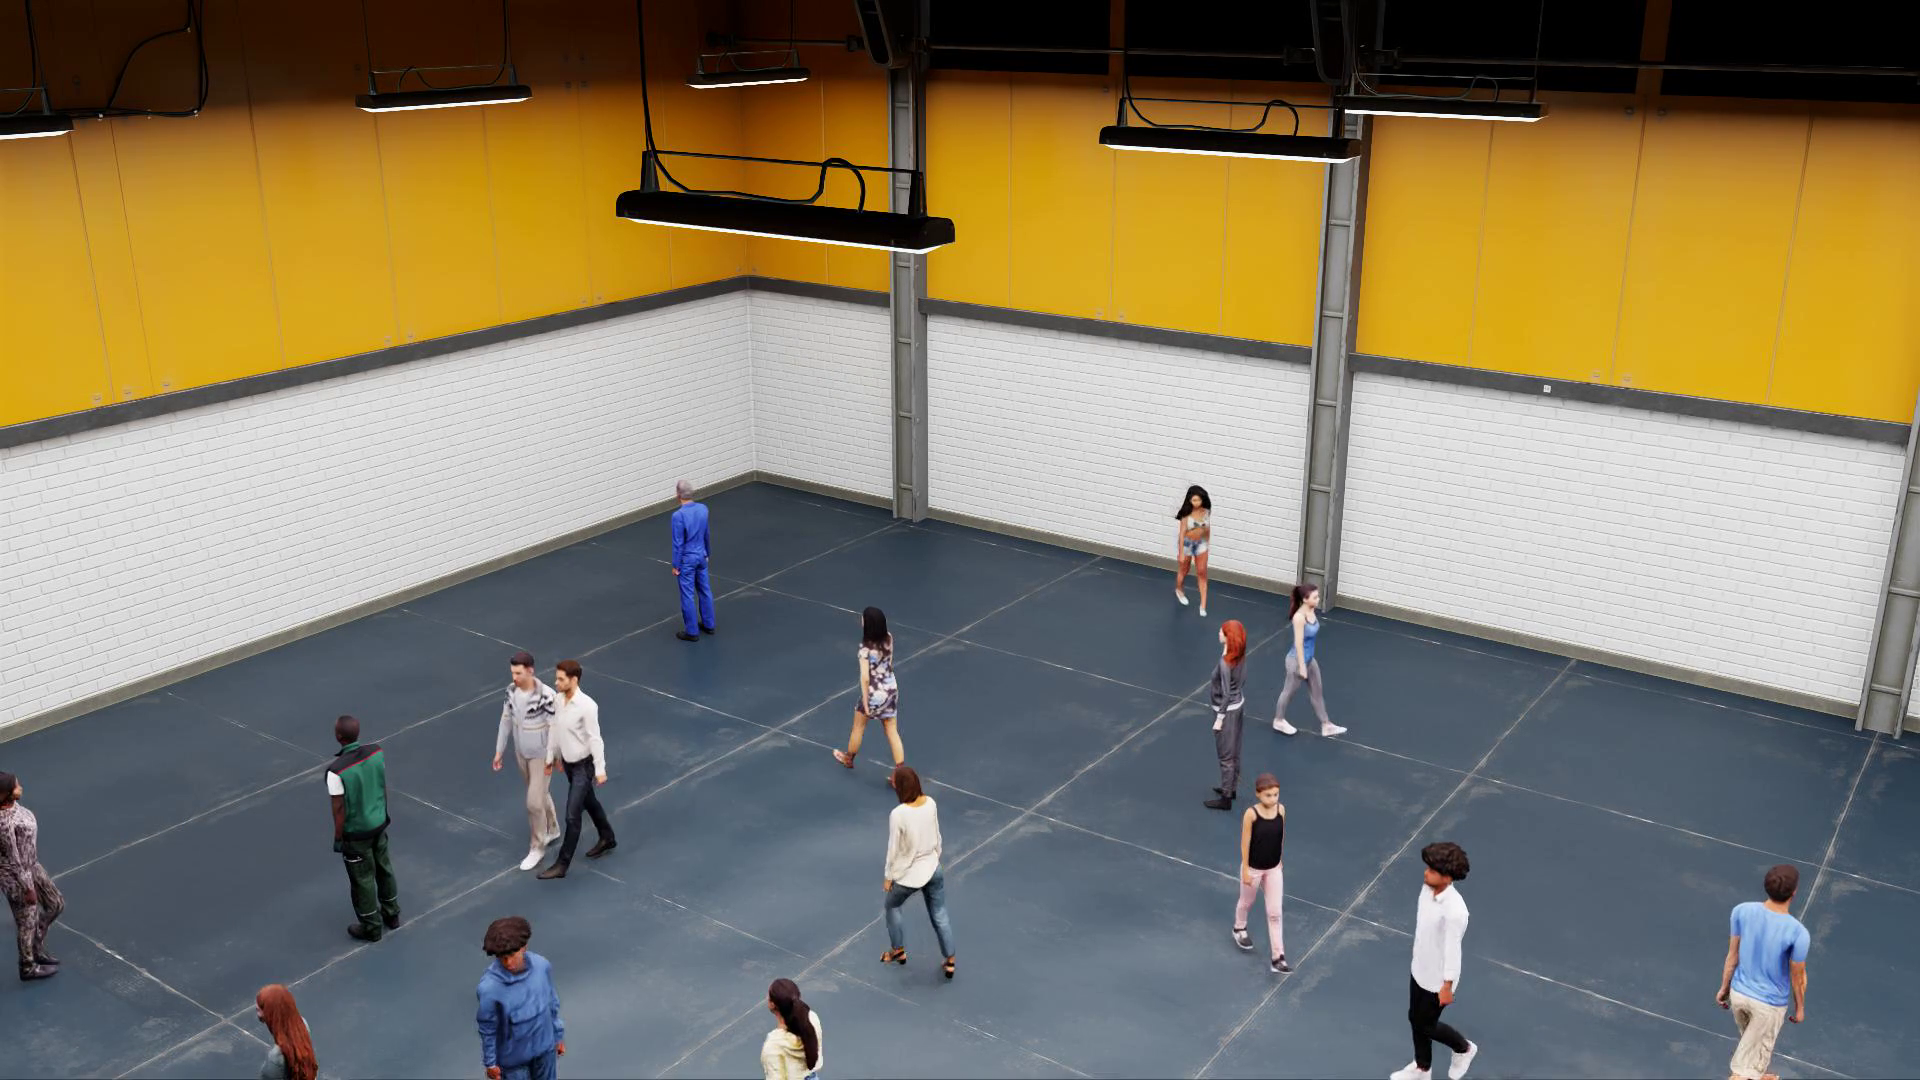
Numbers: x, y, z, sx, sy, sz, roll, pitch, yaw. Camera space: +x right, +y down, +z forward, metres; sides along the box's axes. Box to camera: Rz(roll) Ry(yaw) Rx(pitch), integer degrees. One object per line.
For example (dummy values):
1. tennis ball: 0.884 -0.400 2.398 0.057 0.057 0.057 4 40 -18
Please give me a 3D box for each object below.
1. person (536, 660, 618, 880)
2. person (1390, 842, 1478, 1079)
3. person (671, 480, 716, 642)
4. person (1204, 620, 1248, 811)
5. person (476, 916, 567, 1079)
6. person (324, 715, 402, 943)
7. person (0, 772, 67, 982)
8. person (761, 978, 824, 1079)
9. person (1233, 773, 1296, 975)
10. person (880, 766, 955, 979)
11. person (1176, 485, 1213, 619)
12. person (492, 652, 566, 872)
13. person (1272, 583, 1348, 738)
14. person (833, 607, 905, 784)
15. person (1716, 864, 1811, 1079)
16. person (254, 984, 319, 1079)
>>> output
1. person: -3.089 1.845 13.771 1.064 1.832 0.819 16 24 39
2. person: 3.198 2.810 10.953 0.940 1.800 0.883 -4 19 -10
3. person: -3.002 0.219 18.608 0.534 1.825 0.730 13 23 34
4. person: 2.383 1.538 14.763 0.537 1.779 0.608 9 21 25
5. person: -2.739 3.064 10.209 0.849 1.793 0.723 14 23 35
6. person: -4.574 2.192 12.730 0.620 1.837 0.710 10 21 26
7. person: -6.930 2.467 12.118 0.798 1.706 0.730 -6 19 -16
8. person: -0.893 3.350 9.703 1.158 1.574 0.728 15 24 38
9. person: 2.226 2.441 12.483 0.940 1.523 1.061 -5 19 -15
10. person: -0.290 2.473 12.192 0.788 1.648 0.881 -13 22 -33
11. person: 2.689 0.109 19.354 0.997 1.557 1.120 -7 20 -20
12. person: -3.517 1.758 14.029 0.784 1.831 0.736 13 22 33
13. person: 3.253 1.168 16.169 0.934 1.584 0.577 12 22 33
14. person: -0.677 1.466 15.123 0.759 1.686 1.132 -17 25 -41
15. person: 5.000 2.951 10.500 1.008 1.822 1.280 -13 22 -33
16. person: -3.722 3.330 9.529 1.074 1.723 0.929 1 19 2
